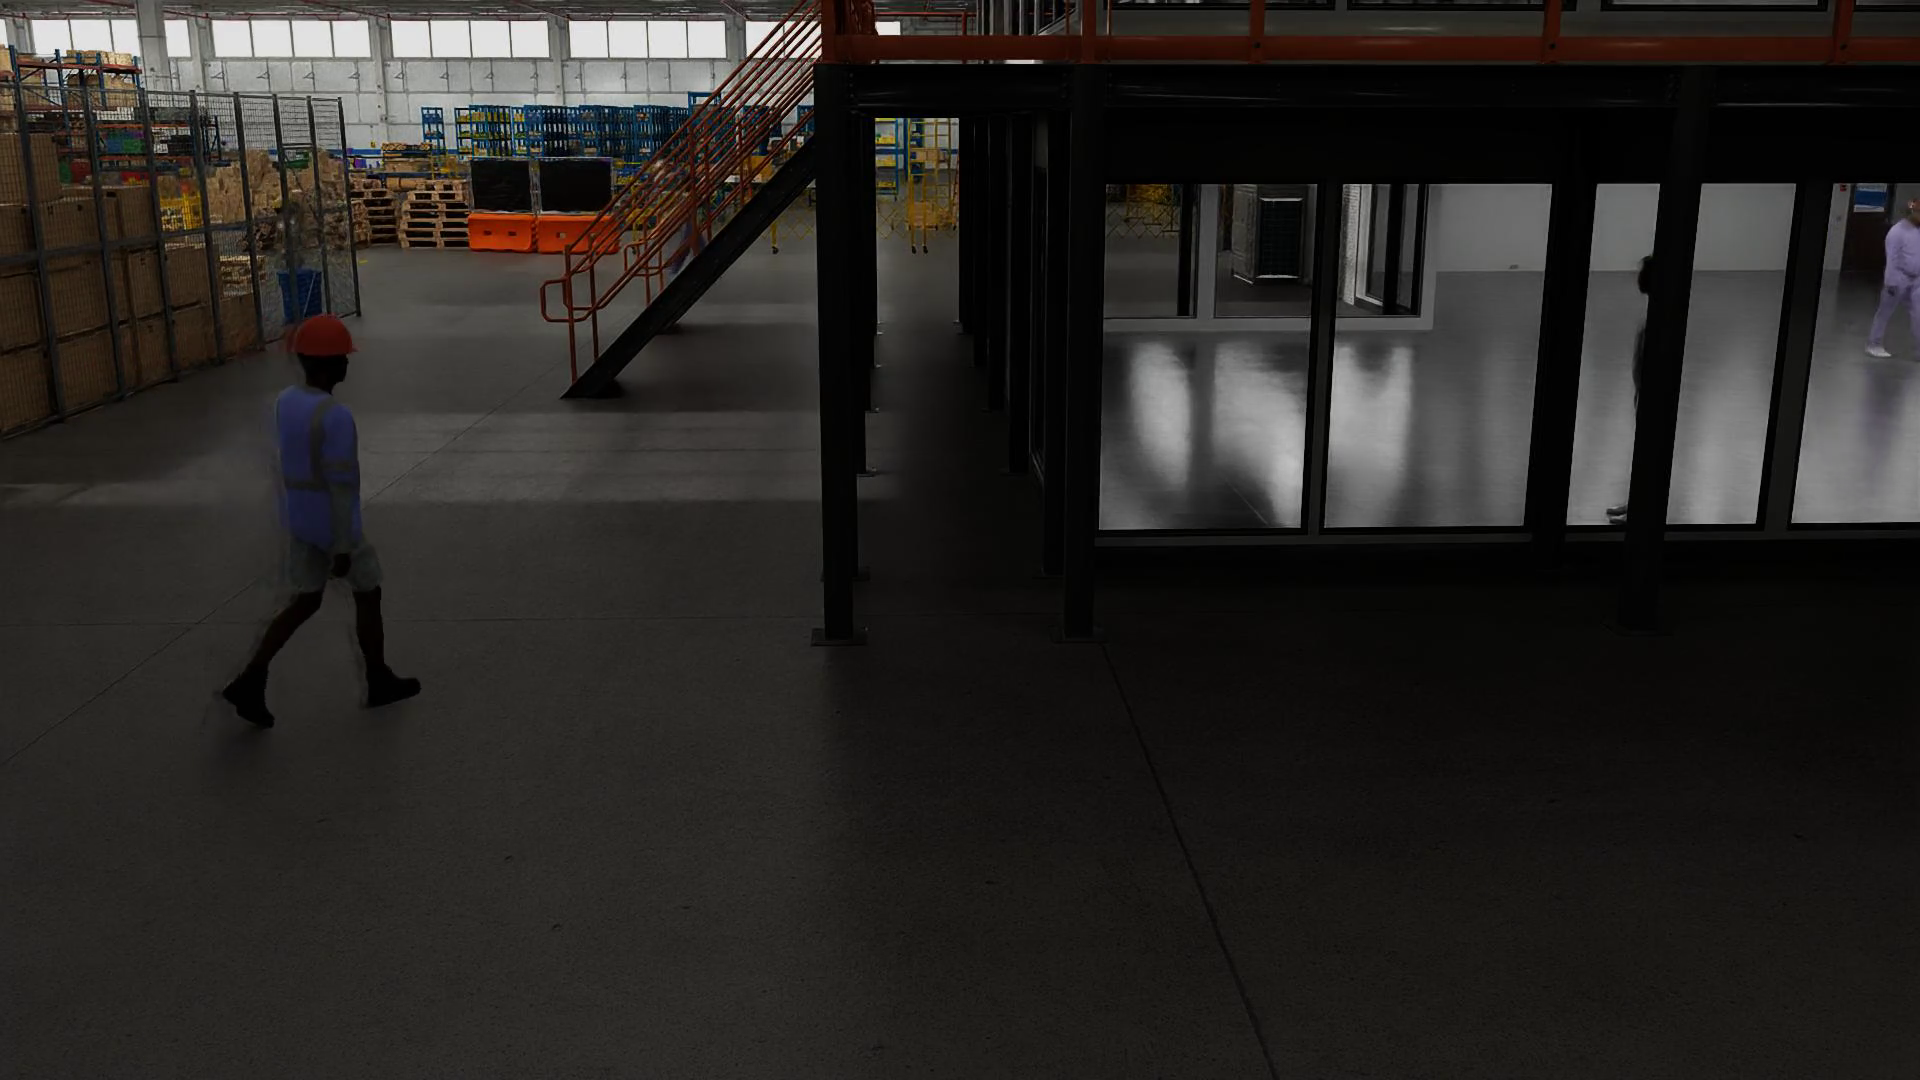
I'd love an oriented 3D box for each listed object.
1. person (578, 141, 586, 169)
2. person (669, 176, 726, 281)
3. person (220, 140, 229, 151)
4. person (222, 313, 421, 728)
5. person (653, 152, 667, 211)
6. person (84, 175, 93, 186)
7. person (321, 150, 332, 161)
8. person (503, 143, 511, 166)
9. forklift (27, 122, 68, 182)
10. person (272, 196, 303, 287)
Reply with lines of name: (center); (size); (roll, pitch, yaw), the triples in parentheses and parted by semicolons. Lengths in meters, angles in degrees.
person: (-18.938, -19.088, 83.558); (1.101, 1.915, 0.618); (-1, 14, -3)
person: (-4.716, -5.491, 29.346); (1.016, 1.871, 0.611); (2, 14, 9)
person: (-39.264, -20.423, 88.898); (0.728, 1.927, 0.620); (11, 18, 37)
person: (-2.968, -0.075, 7.625); (0.560, 1.912, 0.886); (10, 17, 34)
person: (-9.436, -11.276, 52.406); (0.537, 1.887, 0.664); (0, 14, -1)
person: (-17.405, -6.525, 33.739); (0.750, 1.739, 0.529); (2, 14, 7)
person: (-22.975, -13.216, 60.288); (0.591, 1.829, 0.404); (-2, 14, -9)
person: (-24.228, -20.348, 88.870); (0.538, 1.790, 0.612); (13, 19, 42)
forklift: (-35.376, -14.773, 64.377); (1.129, 2.768, 1.873); (-1, 14, -2)
person: (-9.735, -4.124, 24.146); (0.487, 1.721, 0.396); (13, 19, 43)
